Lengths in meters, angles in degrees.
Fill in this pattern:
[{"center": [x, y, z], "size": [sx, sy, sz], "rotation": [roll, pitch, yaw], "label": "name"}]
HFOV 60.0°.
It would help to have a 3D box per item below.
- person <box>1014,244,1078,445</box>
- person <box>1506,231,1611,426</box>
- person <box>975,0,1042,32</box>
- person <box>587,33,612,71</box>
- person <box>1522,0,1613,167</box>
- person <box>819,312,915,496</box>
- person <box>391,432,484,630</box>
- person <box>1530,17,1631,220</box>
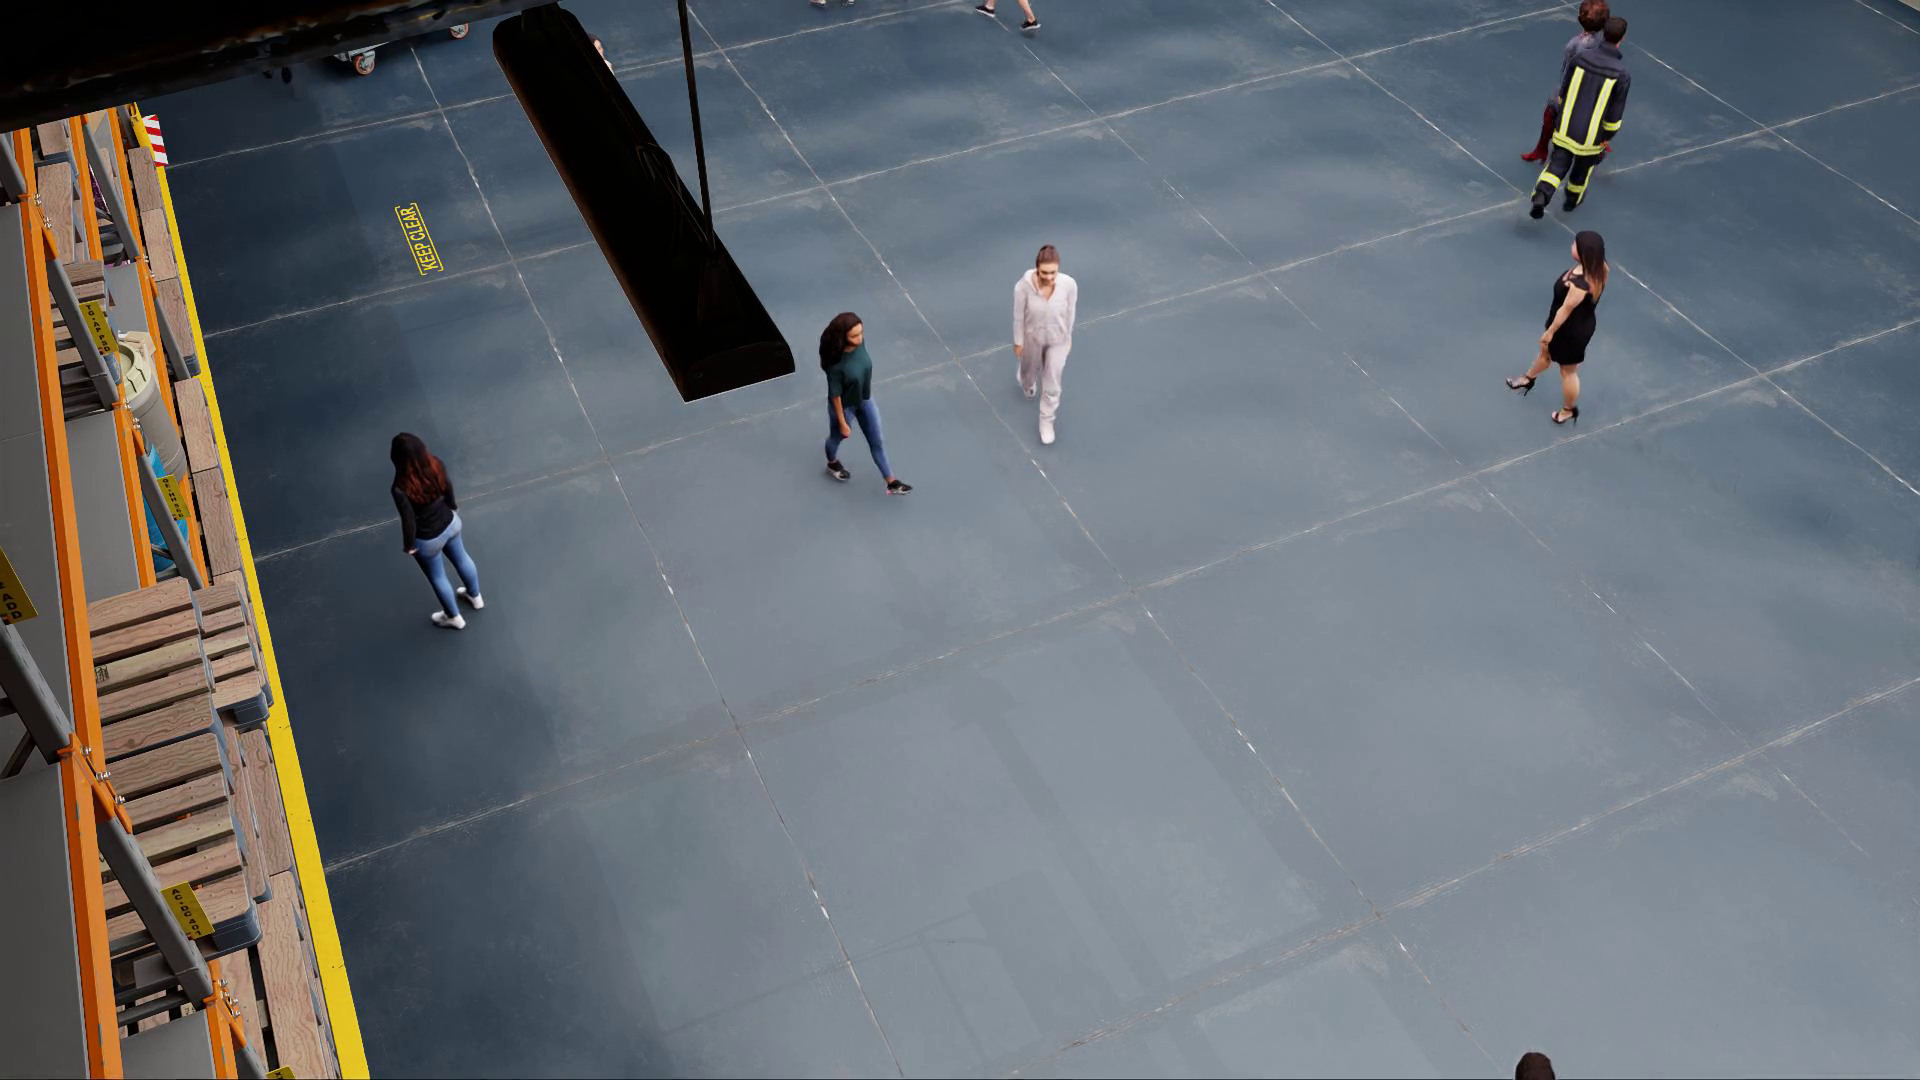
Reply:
[{"center": [0.639, -1.581, 12.768], "size": [0.853, 1.670, 1.047], "rotation": [-2, 44, -2], "label": "person"}, {"center": [4.770, -1.576, 12.749], "size": [1.025, 1.689, 0.913], "rotation": [27, 50, 26], "label": "person"}, {"center": [0.567, -6.230, 17.593], "size": [1.225, 1.746, 0.951], "rotation": [30, 51, 28], "label": "person"}, {"center": [-3.195, -3.699, 14.916], "size": [0.848, 1.775, 0.802], "rotation": [21, 47, 21], "label": "person"}, {"center": [5.780, -4.195, 15.498], "size": [1.106, 1.689, 0.913], "rotation": [25, 49, 24], "label": "person"}, {"center": [-0.876, -1.030, 12.252], "size": [1.122, 1.583, 0.900], "rotation": [28, 50, 27], "label": "person"}, {"center": [-3.551, -0.072, 11.211], "size": [0.757, 1.634, 0.732], "rotation": [21, 47, 21], "label": "person"}, {"center": [5.519, -3.690, 14.816], "size": [1.187, 1.899, 1.127], "rotation": [33, 52, 30], "label": "person"}]
